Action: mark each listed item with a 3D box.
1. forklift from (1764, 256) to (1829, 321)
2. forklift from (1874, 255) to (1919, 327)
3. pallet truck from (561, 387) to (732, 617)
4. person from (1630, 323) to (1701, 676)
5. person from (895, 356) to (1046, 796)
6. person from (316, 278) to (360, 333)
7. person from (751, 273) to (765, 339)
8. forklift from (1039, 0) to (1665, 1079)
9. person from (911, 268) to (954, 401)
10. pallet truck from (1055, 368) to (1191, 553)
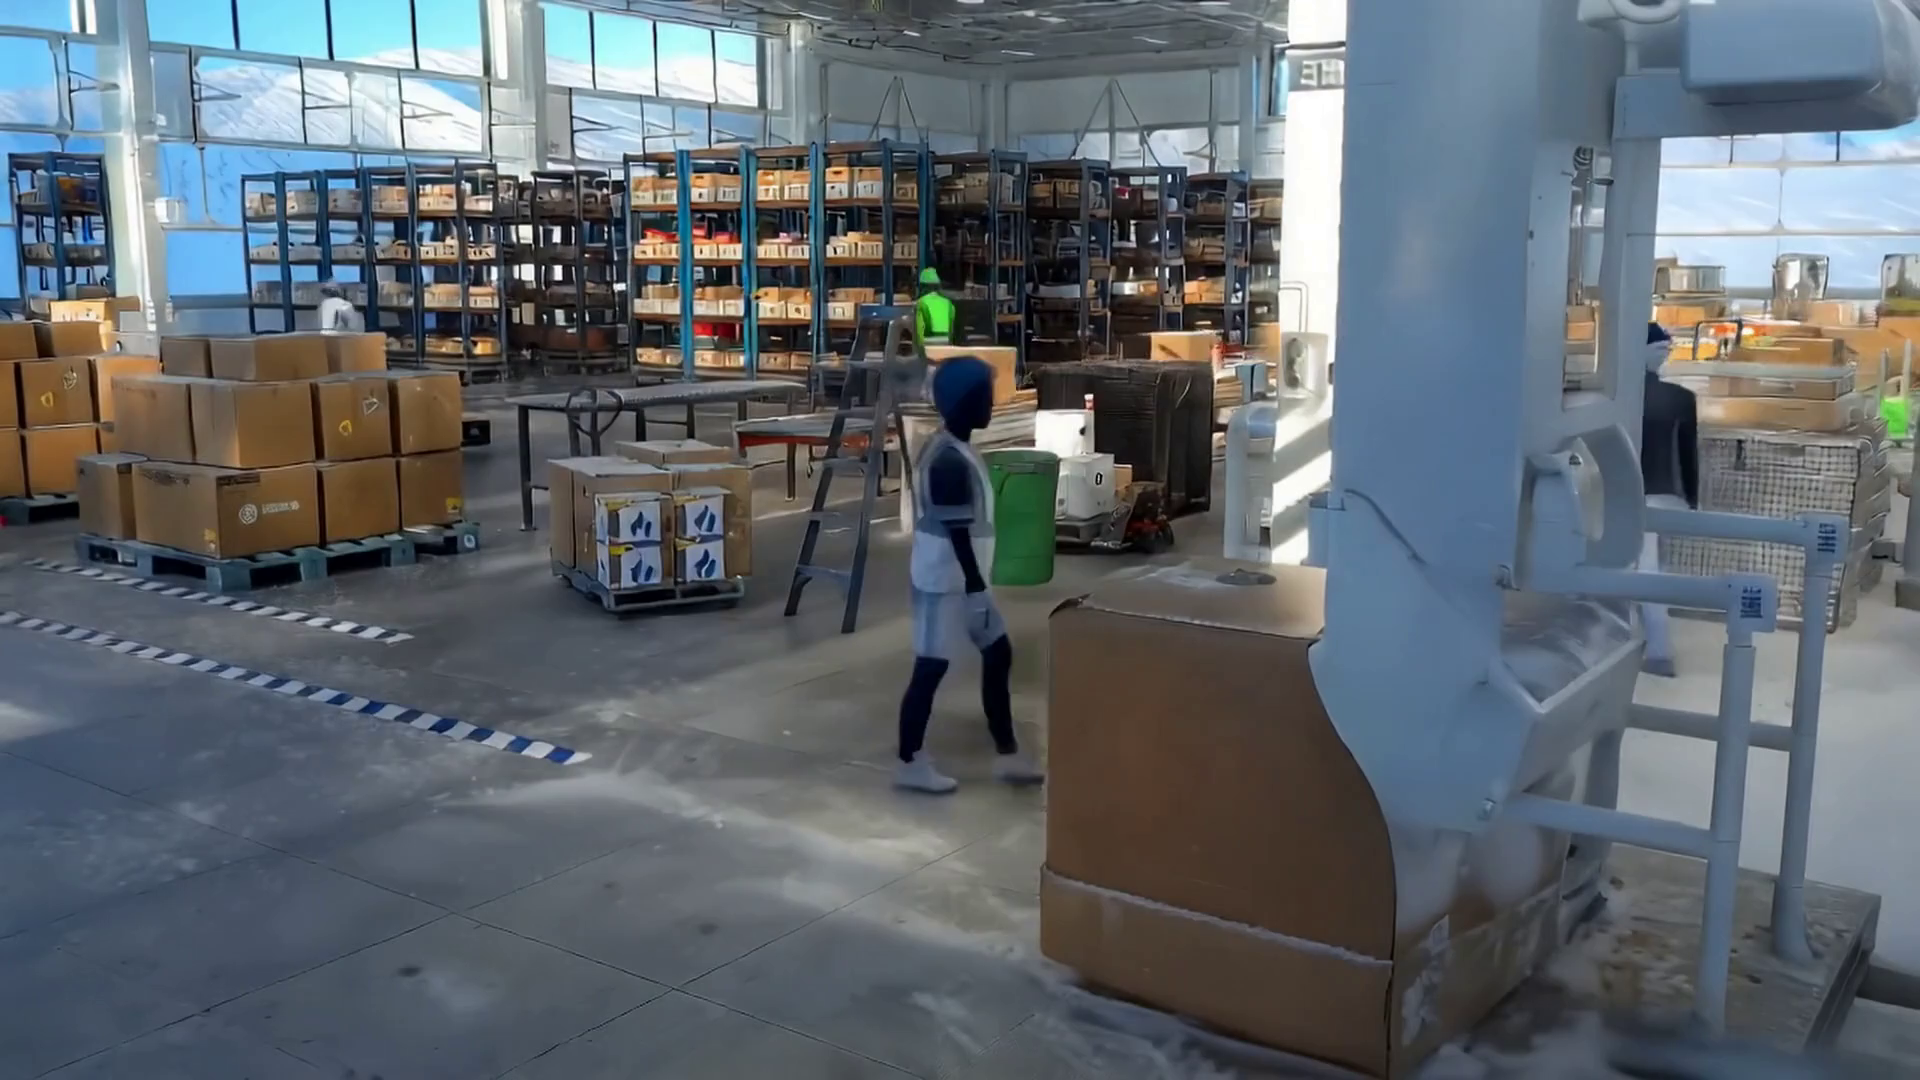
[{"bbox_3d":[20.253,-5.854,40.139,1.157,1.987,2.680,7,12,35],"label":"forklift"},{"bbox_3d":[22.089,-5.634,38.796,1.157,1.987,2.680,6,11,33],"label":"forklift"},{"bbox_3d":[-1.981,-0.274,10.088,0.680,1.201,1.601,-5,11,-28],"label":"pallet truck"},{"bbox_3d":[3.392,-0.227,8.364,0.530,1.715,0.914,-3,10,-17],"label":"person"},{"bbox_3d":[0.088,0.156,6.198,0.752,1.661,0.546,1,10,7],"label":"person"},{"bbox_3d":[-8.413,-2.659,22.646,0.596,1.783,0.936,5,11,28],"label":"person"},{"bbox_3d":[-3.929,-4.196,31.793,0.557,1.791,0.897,4,10,20],"label":"person"},{"bbox_3d":[1.249,-0.137,4.360,1.873,2.768,1.129,7,12,35],"label":"forklift"},{"bbox_3d":[-0.315,-2.133,19.036,0.505,1.939,0.650,9,13,44],"label":"person"},{"bbox_3d":[0.845,-0.609,11.869,1.630,1.274,0.653,7,12,35],"label":"pallet truck"}]
